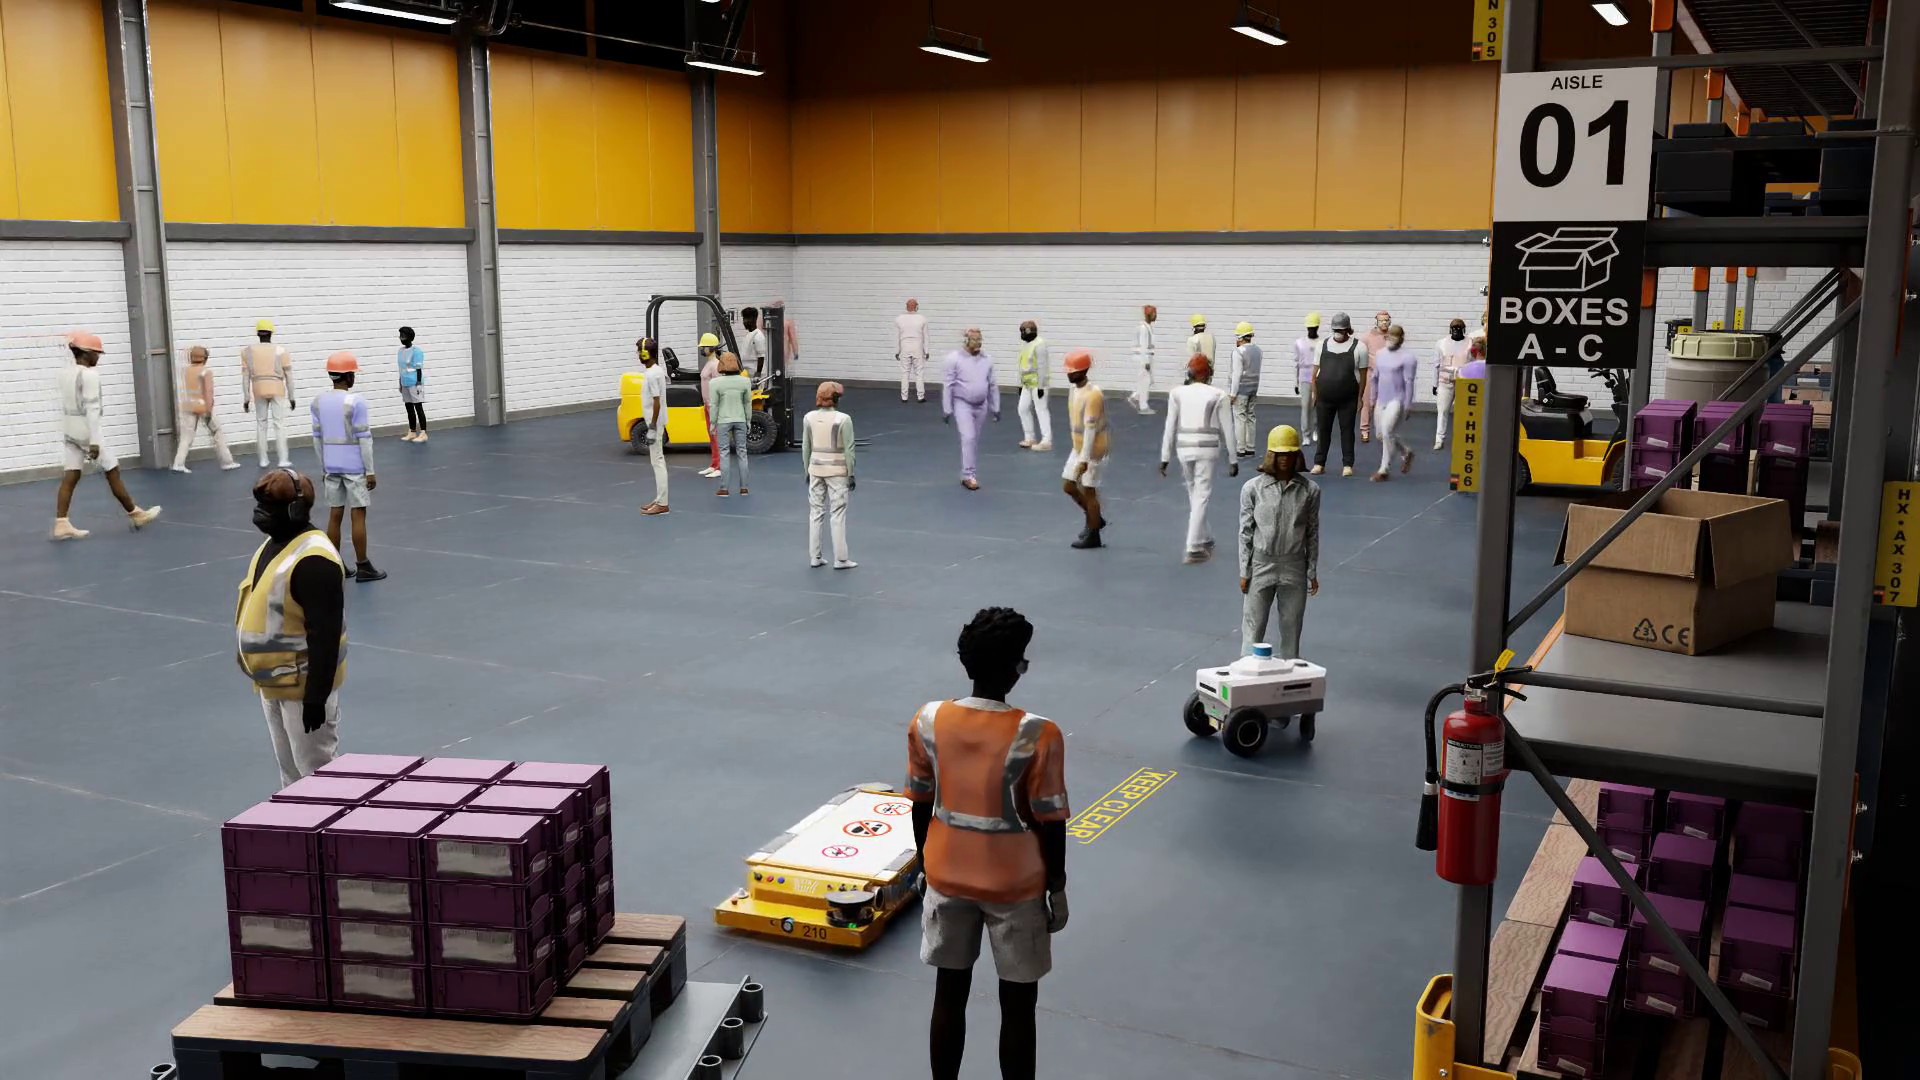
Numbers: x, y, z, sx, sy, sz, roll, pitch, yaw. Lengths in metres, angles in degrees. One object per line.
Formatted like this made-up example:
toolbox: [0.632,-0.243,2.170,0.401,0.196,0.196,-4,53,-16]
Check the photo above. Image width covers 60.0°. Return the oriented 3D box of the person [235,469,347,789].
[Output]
person: [-2.844,0.612,7.104,0.429,1.847,0.625,-8,13,-40]

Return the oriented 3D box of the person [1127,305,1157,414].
person: [3.144,-3.075,28.371,0.463,1.869,0.572,3,10,17]

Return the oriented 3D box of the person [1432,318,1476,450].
person: [6.889,-2.158,23.146,0.634,1.841,0.429,3,10,18]

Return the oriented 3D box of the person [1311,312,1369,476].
person: [4.662,-1.806,20.532,0.677,2.000,0.536,4,11,23]

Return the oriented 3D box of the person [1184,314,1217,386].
person: [3.607,-2.498,25.159,0.587,1.826,0.404,-8,13,-38]

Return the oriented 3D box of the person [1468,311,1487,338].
person: [7.523,-2.312,23.754,0.627,1.940,0.375,4,11,24]

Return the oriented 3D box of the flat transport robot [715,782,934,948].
flat transport robot: [-0.429,1.374,7.239,0.652,0.197,1.431,4,10,21]

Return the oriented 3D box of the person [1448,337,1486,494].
person: [5.814,-1.375,18.712,0.575,1.808,0.892,0,10,-2]

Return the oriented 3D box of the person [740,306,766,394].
person: [-3.051,-2.451,24.481,0.367,1.965,0.604,-5,11,-26]

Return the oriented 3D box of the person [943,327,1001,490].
person: [0.196,-1.522,19.327,0.681,1.881,0.751,-6,12,-32]

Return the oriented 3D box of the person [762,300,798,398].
person: [-3.378,-3.556,31.184,0.657,1.865,0.978,4,10,20]

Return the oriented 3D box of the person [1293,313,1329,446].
person: [5.089,-2.333,23.993,0.581,1.898,0.910,2,10,11]

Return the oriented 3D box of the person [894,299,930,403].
person: [-0.877,-3.474,30.577,0.652,1.906,0.403,1,10,6]

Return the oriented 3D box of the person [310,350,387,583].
person: [-5.119,-0.610,13.902,0.542,1.939,0.364,3,10,19]

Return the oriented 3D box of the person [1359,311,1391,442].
person: [6.109,-2.371,24.187,0.636,1.911,0.404,-1,10,-7]

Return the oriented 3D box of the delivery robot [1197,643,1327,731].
delivery robot: [1.696,0.824,9.332,0.707,0.478,0.477,-4,11,-22]

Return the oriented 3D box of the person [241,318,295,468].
person: [-8.856,-1.882,21.325,0.595,1.923,0.387,-2,10,-12]

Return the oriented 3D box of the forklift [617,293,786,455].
forklift: [-3.588,-2.317,23.042,2.313,2.155,1.214,-1,10,-5]

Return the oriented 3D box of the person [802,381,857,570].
person: [-1.137,-0.558,14.475,0.521,1.636,0.311,5,11,29]

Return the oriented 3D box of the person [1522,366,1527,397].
person: [7.647,-2.175,22.970,0.375,1.933,0.550,4,10,20]

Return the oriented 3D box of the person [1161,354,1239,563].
person: [2.206,-0.753,14.999,0.644,1.835,0.921,7,12,34]

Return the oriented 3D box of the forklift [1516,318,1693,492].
forklift: [7.066,-1.601,18.899,2.313,2.155,1.214,5,11,27]

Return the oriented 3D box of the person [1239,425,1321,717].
person: [1.888,0.189,9.842,0.484,1.745,0.296,0,10,-3]

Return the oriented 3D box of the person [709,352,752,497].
person: [-2.594,-1.306,18.803,0.500,1.636,0.280,-5,11,-25]

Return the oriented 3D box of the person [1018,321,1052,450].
person: [1.027,-2.157,23.278,0.492,1.810,0.632,-4,10,-20]

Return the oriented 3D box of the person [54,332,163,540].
person: [-8.386,-1.017,16.135,0.628,1.976,1.070,7,12,33]

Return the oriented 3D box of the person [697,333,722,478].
person: [-3.056,-1.651,20.430,0.314,1.769,0.525,-4,11,-21]

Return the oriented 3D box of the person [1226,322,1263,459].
person: [3.778,-1.994,22.221,0.404,1.830,0.602,9,13,42]

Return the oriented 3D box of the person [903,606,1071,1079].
person: [0.090,1.039,5.065,0.540,1.690,0.317,5,11,27]

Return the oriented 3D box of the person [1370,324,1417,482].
person: [5.265,-1.656,20.083,0.737,1.908,0.642,-6,11,-31]

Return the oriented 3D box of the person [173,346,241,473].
person: [-9.532,-1.634,20.851,0.498,1.590,0.853,4,11,22]

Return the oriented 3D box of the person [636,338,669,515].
person: [-3.236,-1.191,17.503,0.329,1.860,0.518,-1,10,-6]

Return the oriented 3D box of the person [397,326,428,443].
person: [-7.981,-2.262,24.183,0.535,1.691,0.319,8,13,38]

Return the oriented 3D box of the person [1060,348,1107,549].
person: [1.137,-0.826,15.278,0.585,1.887,0.599,-5,11,-27]
